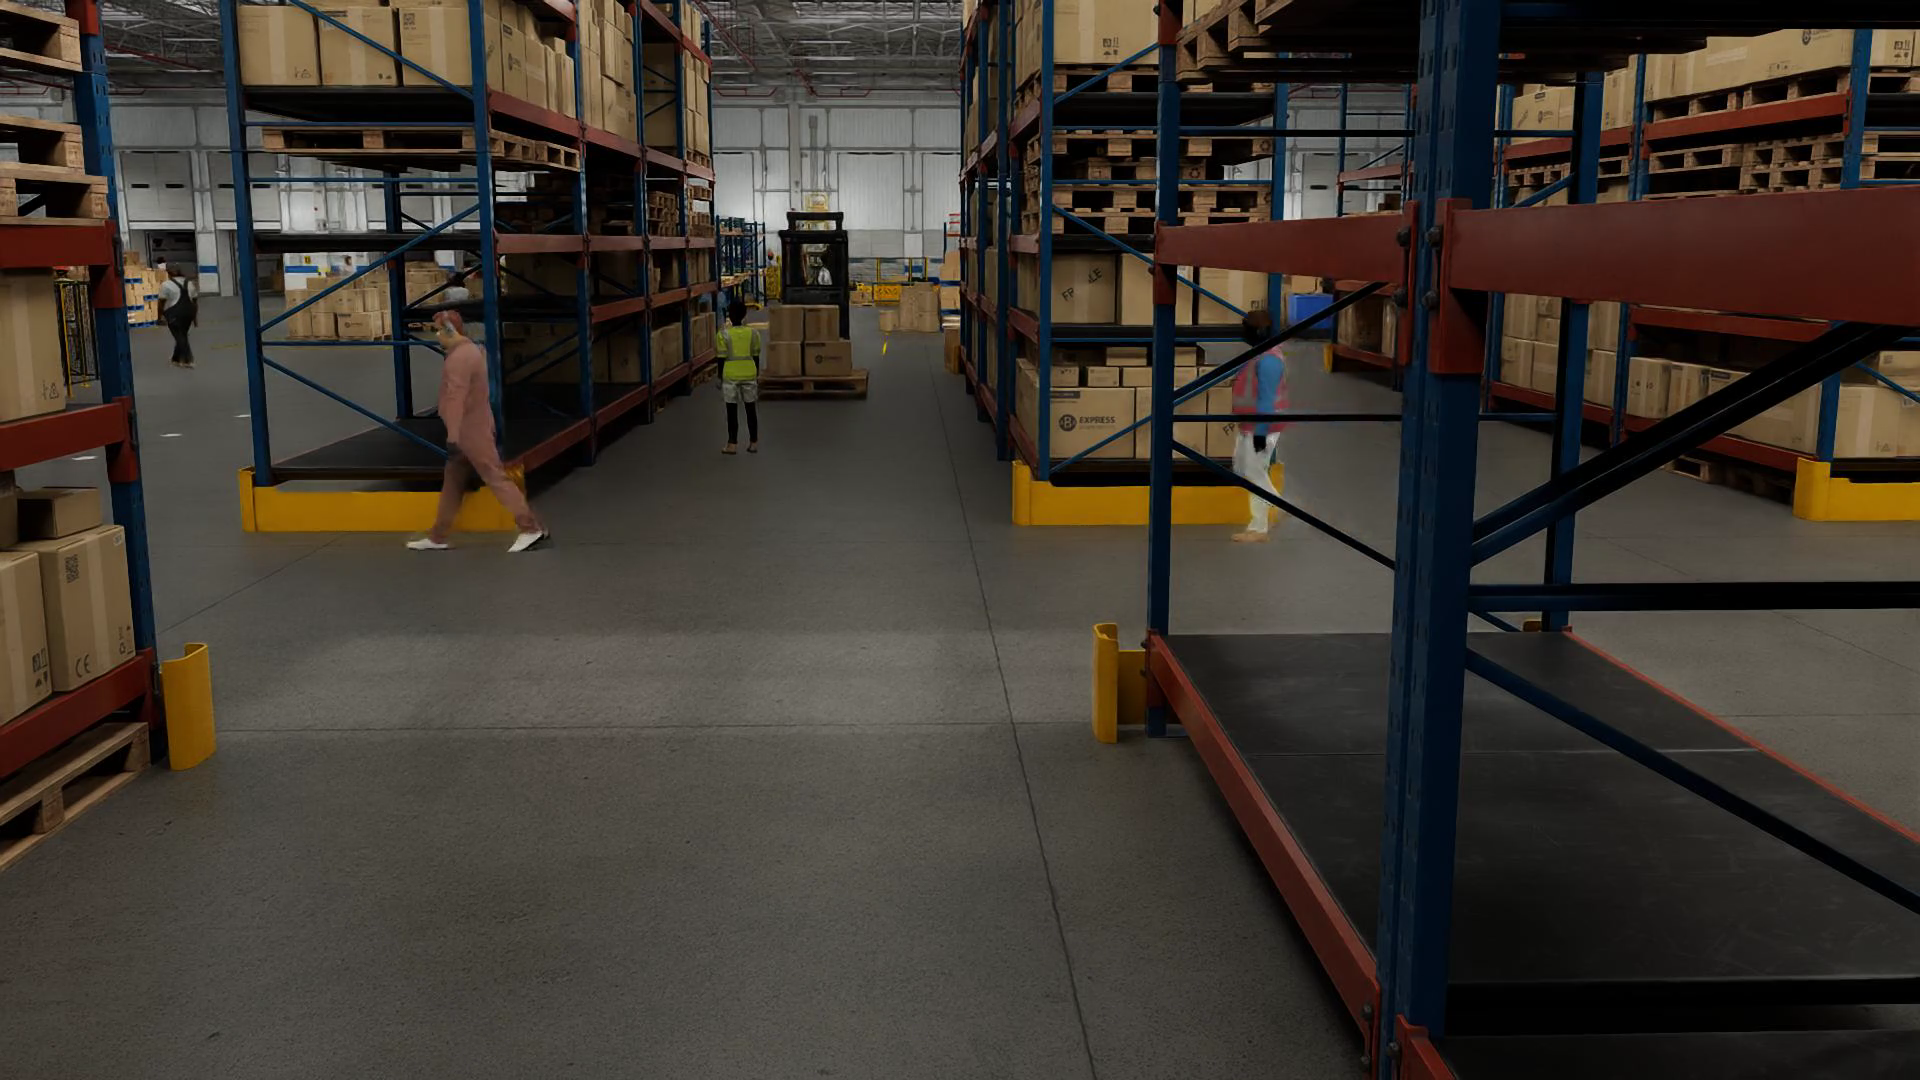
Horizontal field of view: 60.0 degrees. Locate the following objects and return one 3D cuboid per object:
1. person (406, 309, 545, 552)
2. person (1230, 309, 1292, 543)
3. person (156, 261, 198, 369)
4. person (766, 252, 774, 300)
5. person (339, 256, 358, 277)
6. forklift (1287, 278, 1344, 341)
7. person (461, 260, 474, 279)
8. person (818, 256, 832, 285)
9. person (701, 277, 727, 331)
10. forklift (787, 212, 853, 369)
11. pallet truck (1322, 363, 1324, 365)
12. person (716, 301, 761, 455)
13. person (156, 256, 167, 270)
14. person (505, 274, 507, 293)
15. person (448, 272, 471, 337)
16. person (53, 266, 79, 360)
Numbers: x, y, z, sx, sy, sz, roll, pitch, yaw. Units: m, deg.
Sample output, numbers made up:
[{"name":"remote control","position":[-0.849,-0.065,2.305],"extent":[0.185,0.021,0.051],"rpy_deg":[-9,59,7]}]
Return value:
[{"name":"person","position":[-3.673,-0.816,12.575],"extent":[1.025,1.847,0.692],"rpy_deg":[-2,10,-12]},{"name":"person","position":[2.347,-0.879,12.968],"extent":[0.478,1.830,0.632],"rpy_deg":[0,10,-3]},{"name":"person","position":[-14.550,-4.206,30.890],"extent":[1.039,2.000,0.696],"rpy_deg":[5,11,26]},{"name":"person","position":[-7.709,-10.730,67.549],"extent":[0.382,1.928,0.543],"rpy_deg":[0,10,-2]},{"name":"person","position":[-19.972,-8.355,54.470],"extent":[1.069,1.881,0.647],"rpy_deg":[6,12,32]},{"name":"forklift","position":[8.796,-6.134,39.295],"extent":[1.873,2.768,1.129],"rpy_deg":[0,10,-2]},{"name":"person","position":[-18.009,-9.429,60.993],"extent":[0.644,1.673,0.537],"rpy_deg":[7,12,34]},{"name":"person","position":[-3.724,-6.912,46.171],"extent":[0.367,1.966,0.607],"rpy_deg":[-5,11,-27]},{"name":"person","position":[-4.661,-4.190,31.811],"extent":[0.553,1.672,0.547],"rpy_deg":[-7,13,-36]},{"name":"forklift","position":[-2.375,-4.036,27.606],"extent":[1.129,2.768,1.873],"rpy_deg":[0,10,-2]},{"name":"pallet truck","position":[7.712,-4.157,30.737],"extent":[1.885,1.965,0.823],"rpy_deg":[3,11,16]},{"name":"person","position":[-2.447,-1.790,18.391],"extent":[0.535,1.697,0.318],"rpy_deg":[-6,12,-31]},{"name":"person","position":[-27.955,-9.034,58.365],"extent":[0.429,1.834,0.646],"rpy_deg":[1,10,8]},{"name":"person","position":[-13.614,-7.614,50.753],"extent":[0.369,1.733,0.488],"rpy_deg":[7,12,35]},{"name":"person","position":[-8.648,-3.731,28.848],"extent":[0.520,1.820,0.740],"rpy_deg":[4,11,23]},{"name":"person","position":[-17.727,-4.521,32.961],"extent":[0.543,1.928,0.373],"rpy_deg":[-6,12,-29]}]
